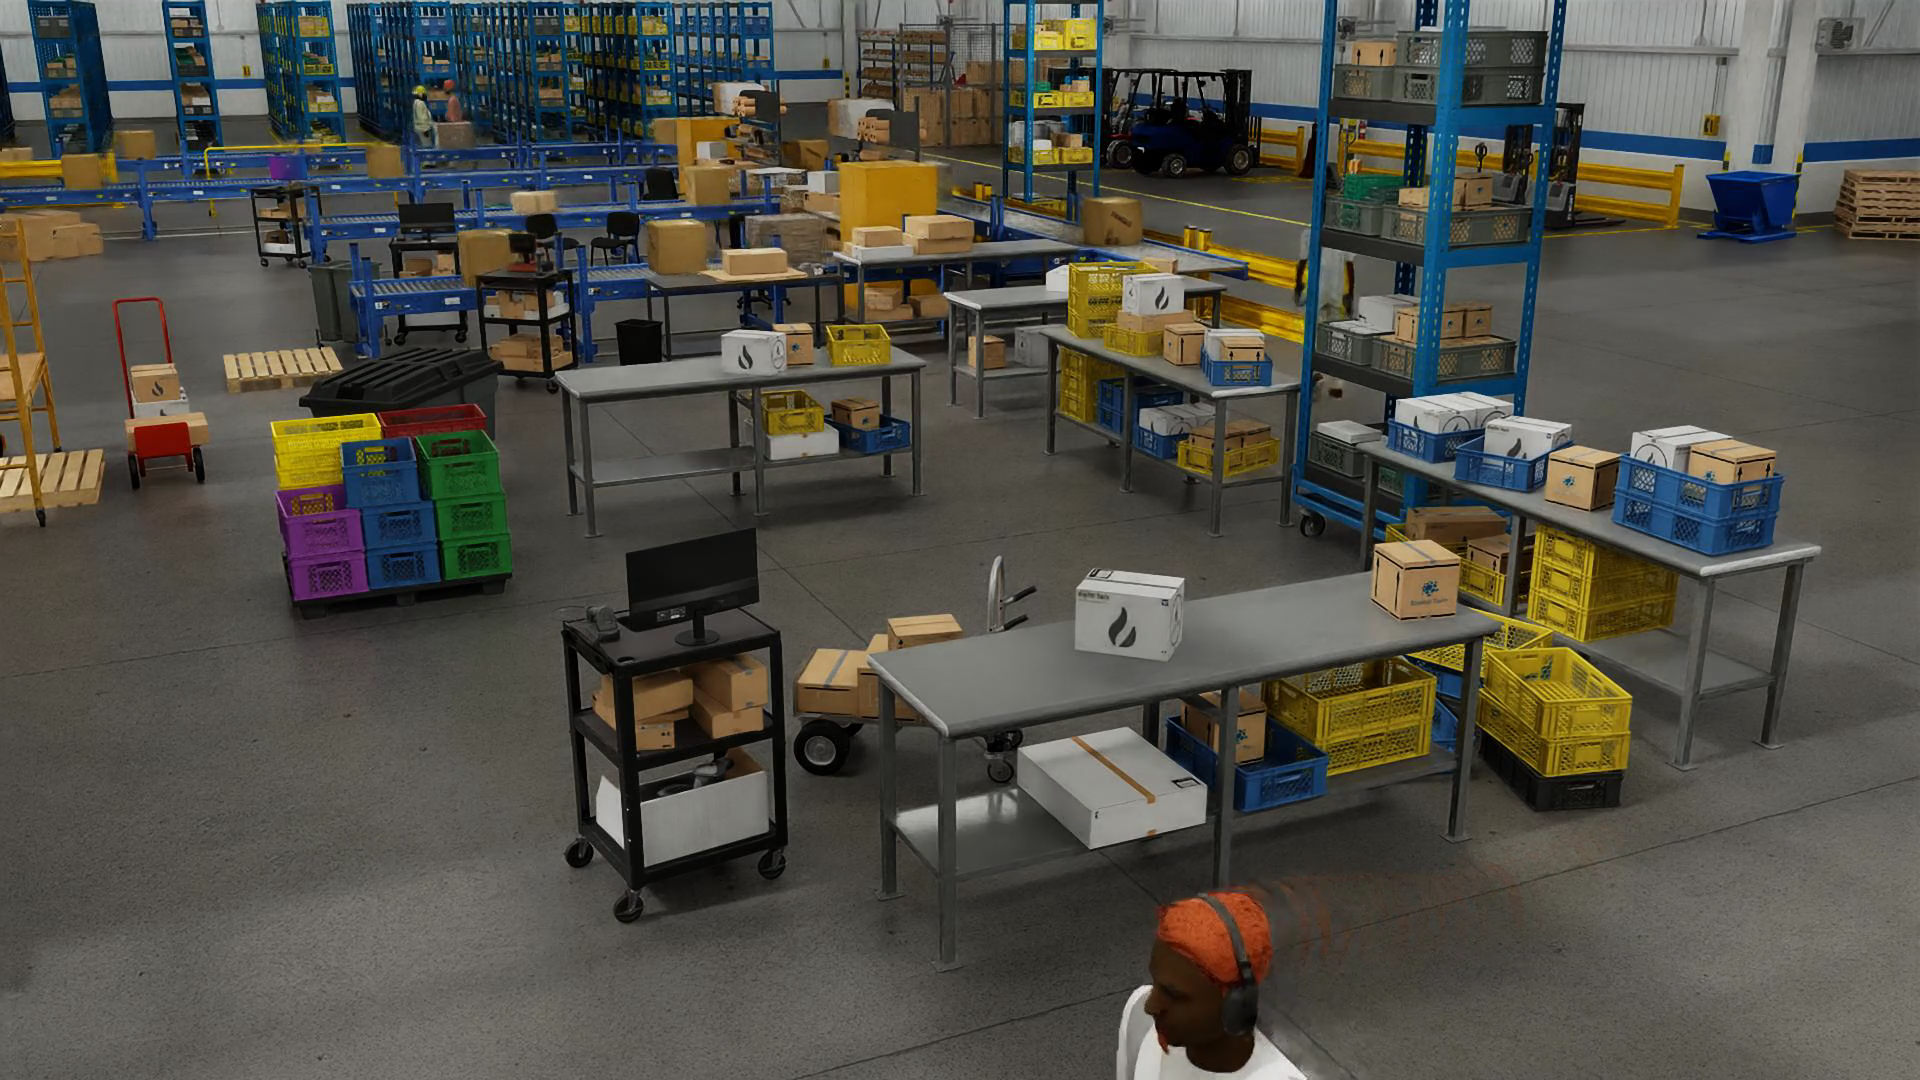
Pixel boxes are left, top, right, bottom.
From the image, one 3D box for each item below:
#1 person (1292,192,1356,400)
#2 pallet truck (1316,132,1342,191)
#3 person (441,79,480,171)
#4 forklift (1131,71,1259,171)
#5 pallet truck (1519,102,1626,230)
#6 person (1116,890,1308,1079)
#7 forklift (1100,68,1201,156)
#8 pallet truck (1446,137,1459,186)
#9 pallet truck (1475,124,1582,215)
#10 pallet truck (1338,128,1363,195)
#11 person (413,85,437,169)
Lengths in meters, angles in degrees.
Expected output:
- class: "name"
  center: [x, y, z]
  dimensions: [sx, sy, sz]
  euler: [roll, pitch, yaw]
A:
- class: "person"
  center: [3.270, -2.171, 14.854]
  dimensions: [0.535, 1.845, 0.436]
  euler: [-1, 18, -3]
- class: "pallet truck"
  center: [7.723, -7.504, 32.656]
  dimensions: [1.601, 1.201, 0.680]
  euler: [-8, 19, -23]
- class: "person"
  center: [-10.945, -9.014, 36.209]
  dimensions: [0.771, 1.970, 0.624]
  euler: [-4, 18, -12]
- class: "forklift"
  center: [4.998, -8.936, 35.413]
  dimensions: [2.680, 1.987, 1.157]
  euler: [-9, 20, -25]
- class: "pallet truck"
  center: [9.972, -6.037, 26.785]
  dimensions: [1.885, 1.965, 0.823]
  euler: [-9, 20, -25]
- class: "person"
  center: [0.435, 1.517, 3.205]
  dimensions: [0.434, 1.868, 0.581]
  euler: [-7, 19, -21]
- class: "forklift"
  center: [4.082, -9.564, 37.410]
  dimensions: [2.680, 1.987, 1.157]
  euler: [-8, 19, -23]
- class: "pallet truck"
  center: [9.184, -6.485, 29.328]
  dimensions: [1.630, 1.274, 0.653]
  euler: [-8, 19, -23]
- class: "pallet truck"
  center: [9.707, -6.455, 28.103]
  dimensions: [1.885, 1.965, 0.823]
  euler: [-7, 19, -20]
- class: "pallet truck"
  center: [7.845, -7.140, 31.411]
  dimensions: [1.522, 1.261, 0.704]
  euler: [-9, 20, -25]
- class: "person"
  center: [-11.926, -9.144, 36.864]
  dimensions: [0.470, 1.822, 0.593]
  euler: [-6, 19, -19]
